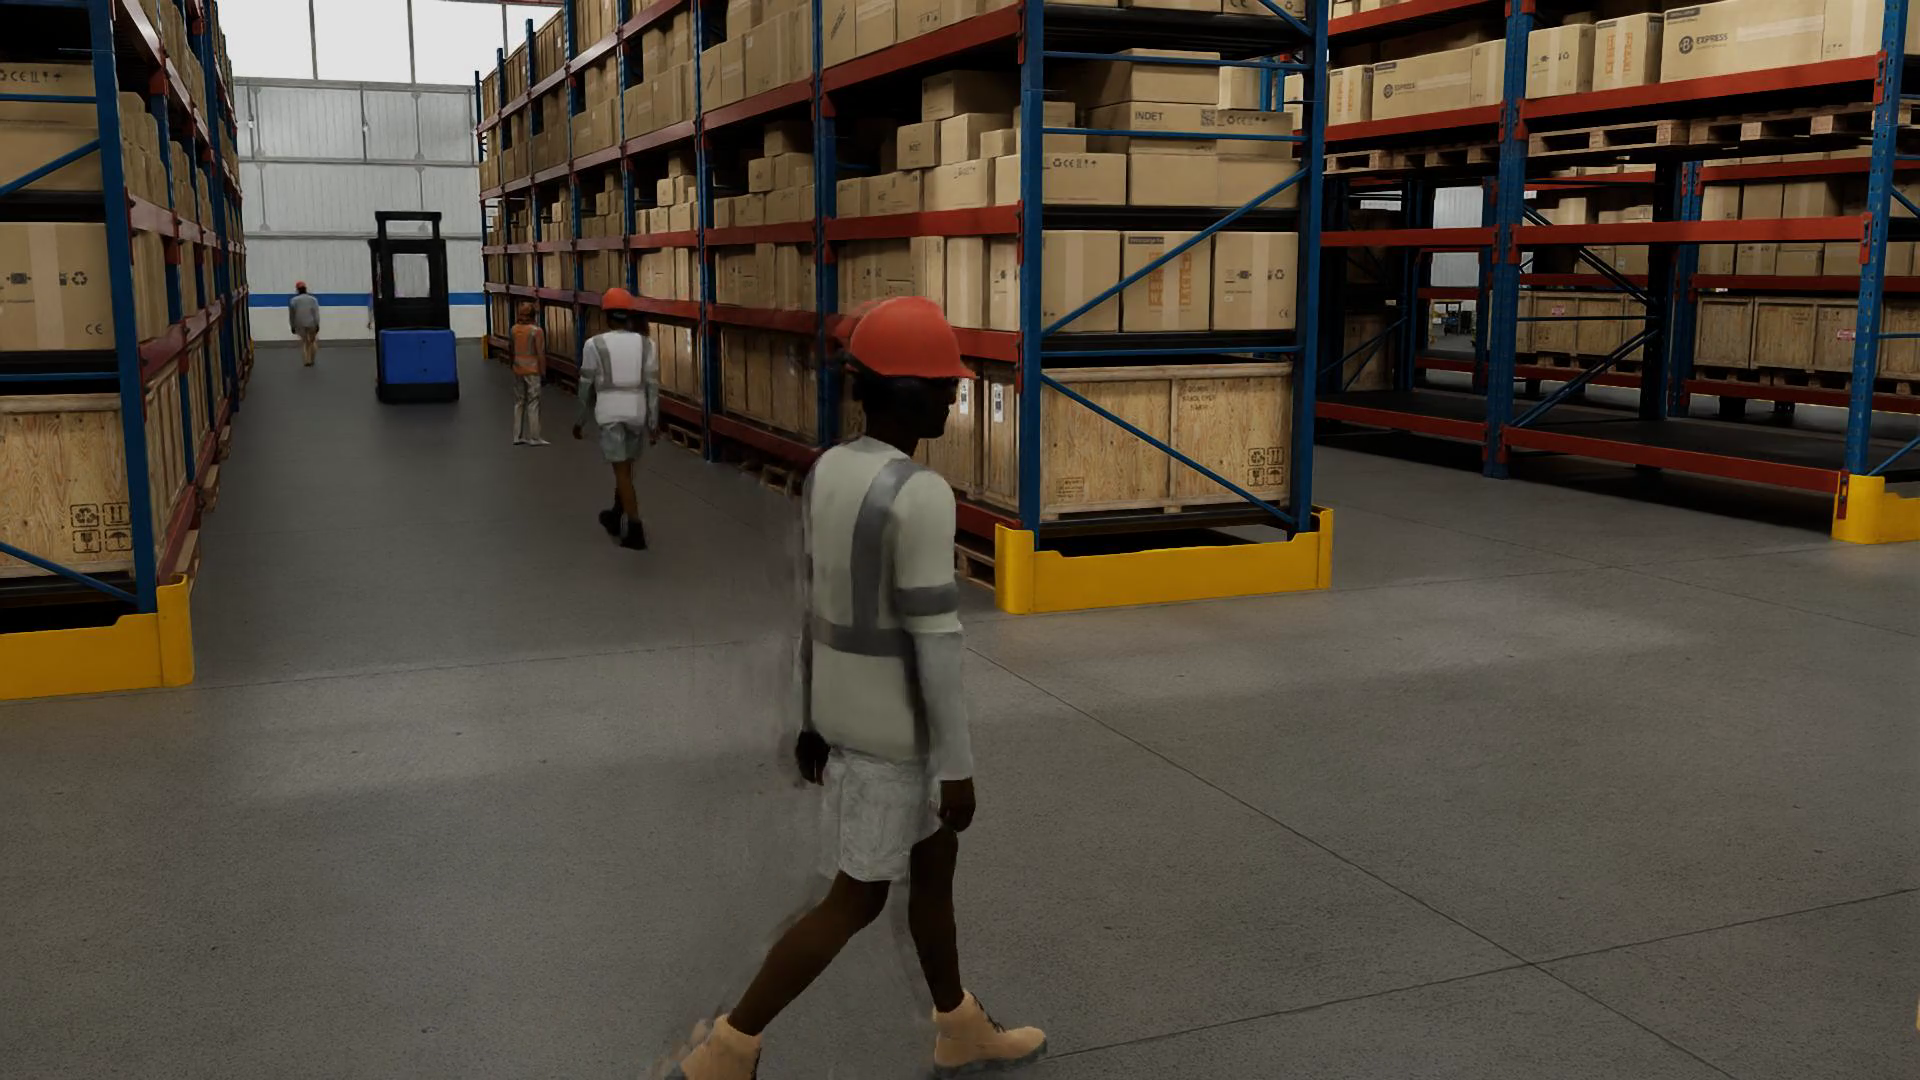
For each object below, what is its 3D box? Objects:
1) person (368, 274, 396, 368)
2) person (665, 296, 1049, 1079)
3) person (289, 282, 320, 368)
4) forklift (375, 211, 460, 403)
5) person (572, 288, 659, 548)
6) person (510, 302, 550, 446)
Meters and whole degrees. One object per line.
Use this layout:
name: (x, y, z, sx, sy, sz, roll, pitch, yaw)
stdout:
person: (-11.400, -4.355, 32.916, 0.560, 1.888, 0.762, 1, 10, 4)
person: (-0.249, 0.426, 3.966, 1.000, 2.006, 0.620, -5, 11, -25)
person: (-12.978, -4.255, 32.936, 0.571, 1.675, 0.931, -3, 10, -18)
forklift: (-8.188, -3.512, 24.898, 1.129, 2.768, 1.873, -4, 10, -22)
person: (-2.528, -0.908, 12.278, 0.565, 1.882, 0.998, -6, 11, -34)
person: (-4.890, -1.878, 18.854, 0.520, 1.631, 0.317, 6, 11, 31)
